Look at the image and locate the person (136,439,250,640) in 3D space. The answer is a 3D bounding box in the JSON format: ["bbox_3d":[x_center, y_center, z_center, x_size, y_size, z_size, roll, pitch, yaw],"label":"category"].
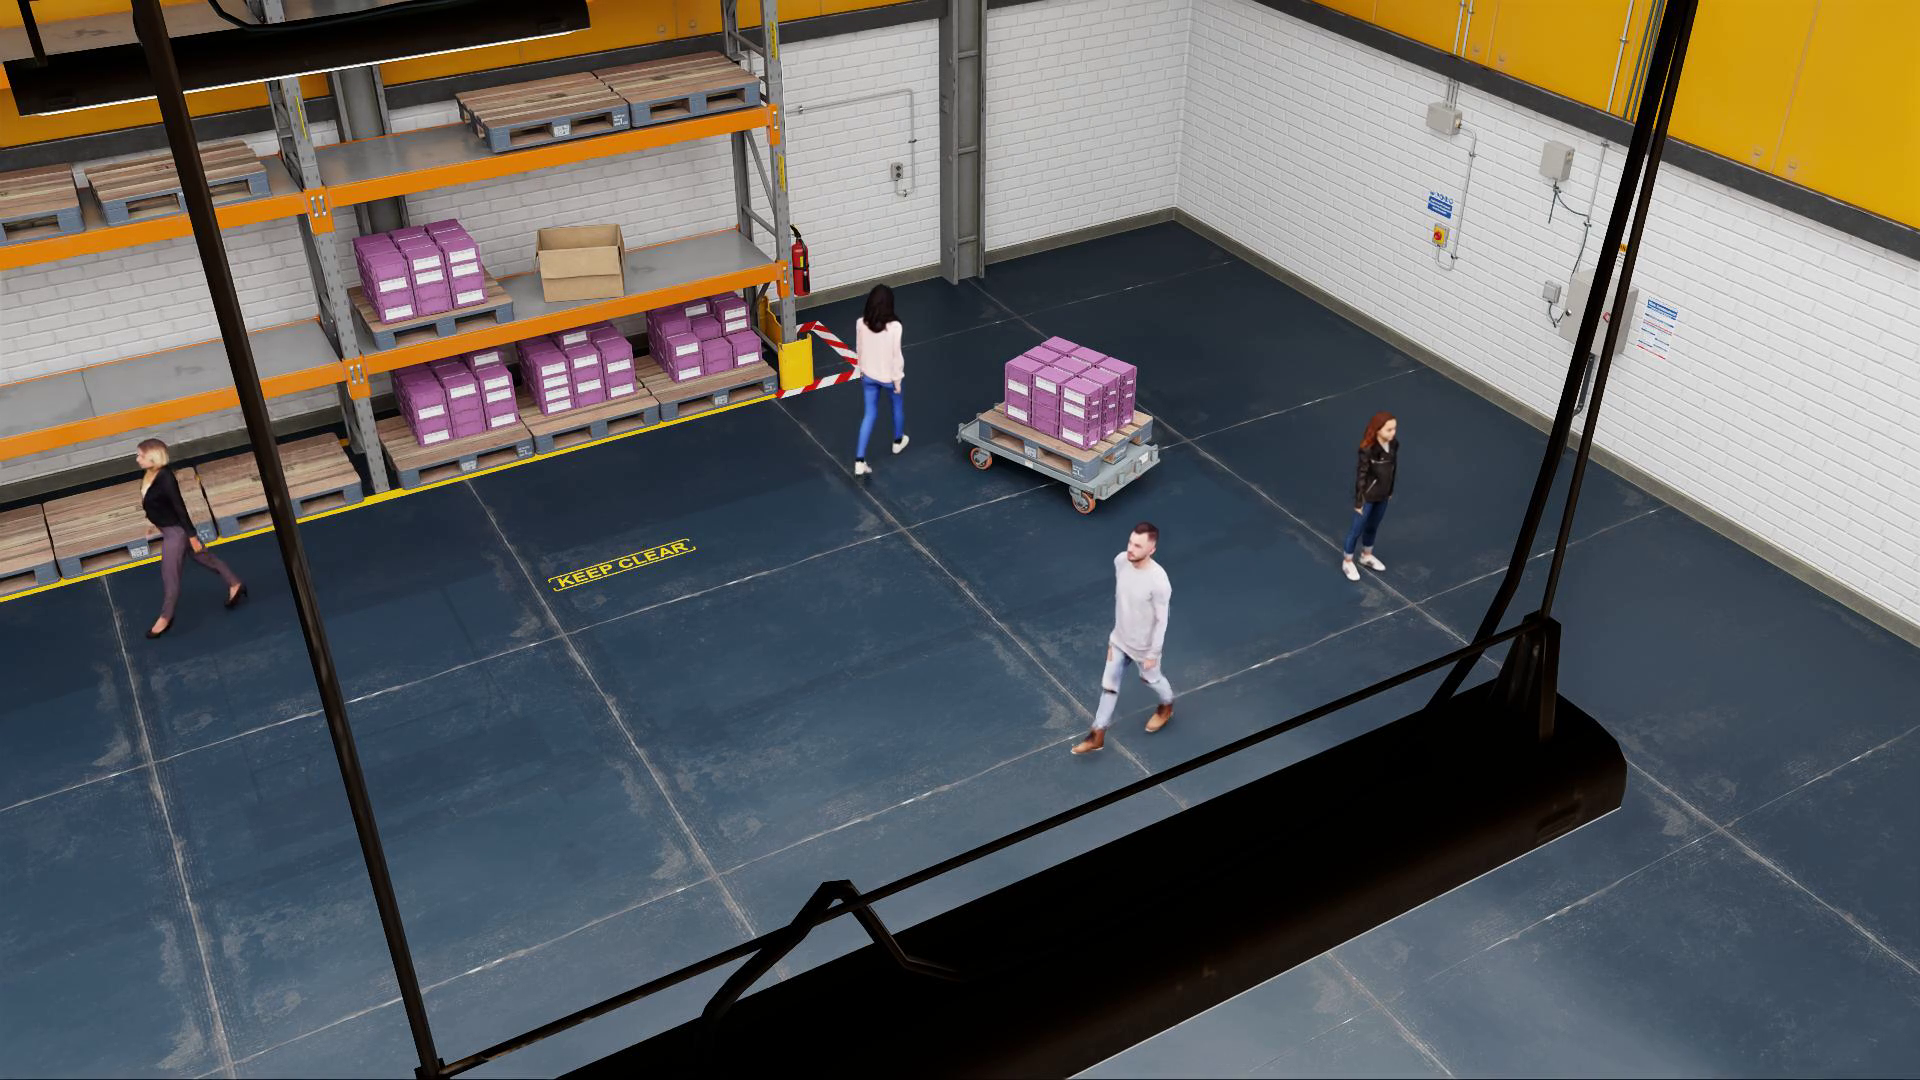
[{"bbox_3d":[-5.859,-0.062,12.663,1.067,1.624,0.687,-23,40,-30],"label":"person"}]

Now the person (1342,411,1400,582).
[{"bbox_3d":[3.283,-0.384,13.275,0.454,1.483,0.631,-19,38,-26],"label":"person"}]

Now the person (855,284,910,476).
[{"bbox_3d":[-0.736,-1.362,14.521,1.070,1.732,1.223,14,36,20],"label":"person"}]

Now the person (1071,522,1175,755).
[{"bbox_3d":[1.284,0.645,11.441,1.196,1.800,0.823,-24,41,-32],"label":"person"}]
